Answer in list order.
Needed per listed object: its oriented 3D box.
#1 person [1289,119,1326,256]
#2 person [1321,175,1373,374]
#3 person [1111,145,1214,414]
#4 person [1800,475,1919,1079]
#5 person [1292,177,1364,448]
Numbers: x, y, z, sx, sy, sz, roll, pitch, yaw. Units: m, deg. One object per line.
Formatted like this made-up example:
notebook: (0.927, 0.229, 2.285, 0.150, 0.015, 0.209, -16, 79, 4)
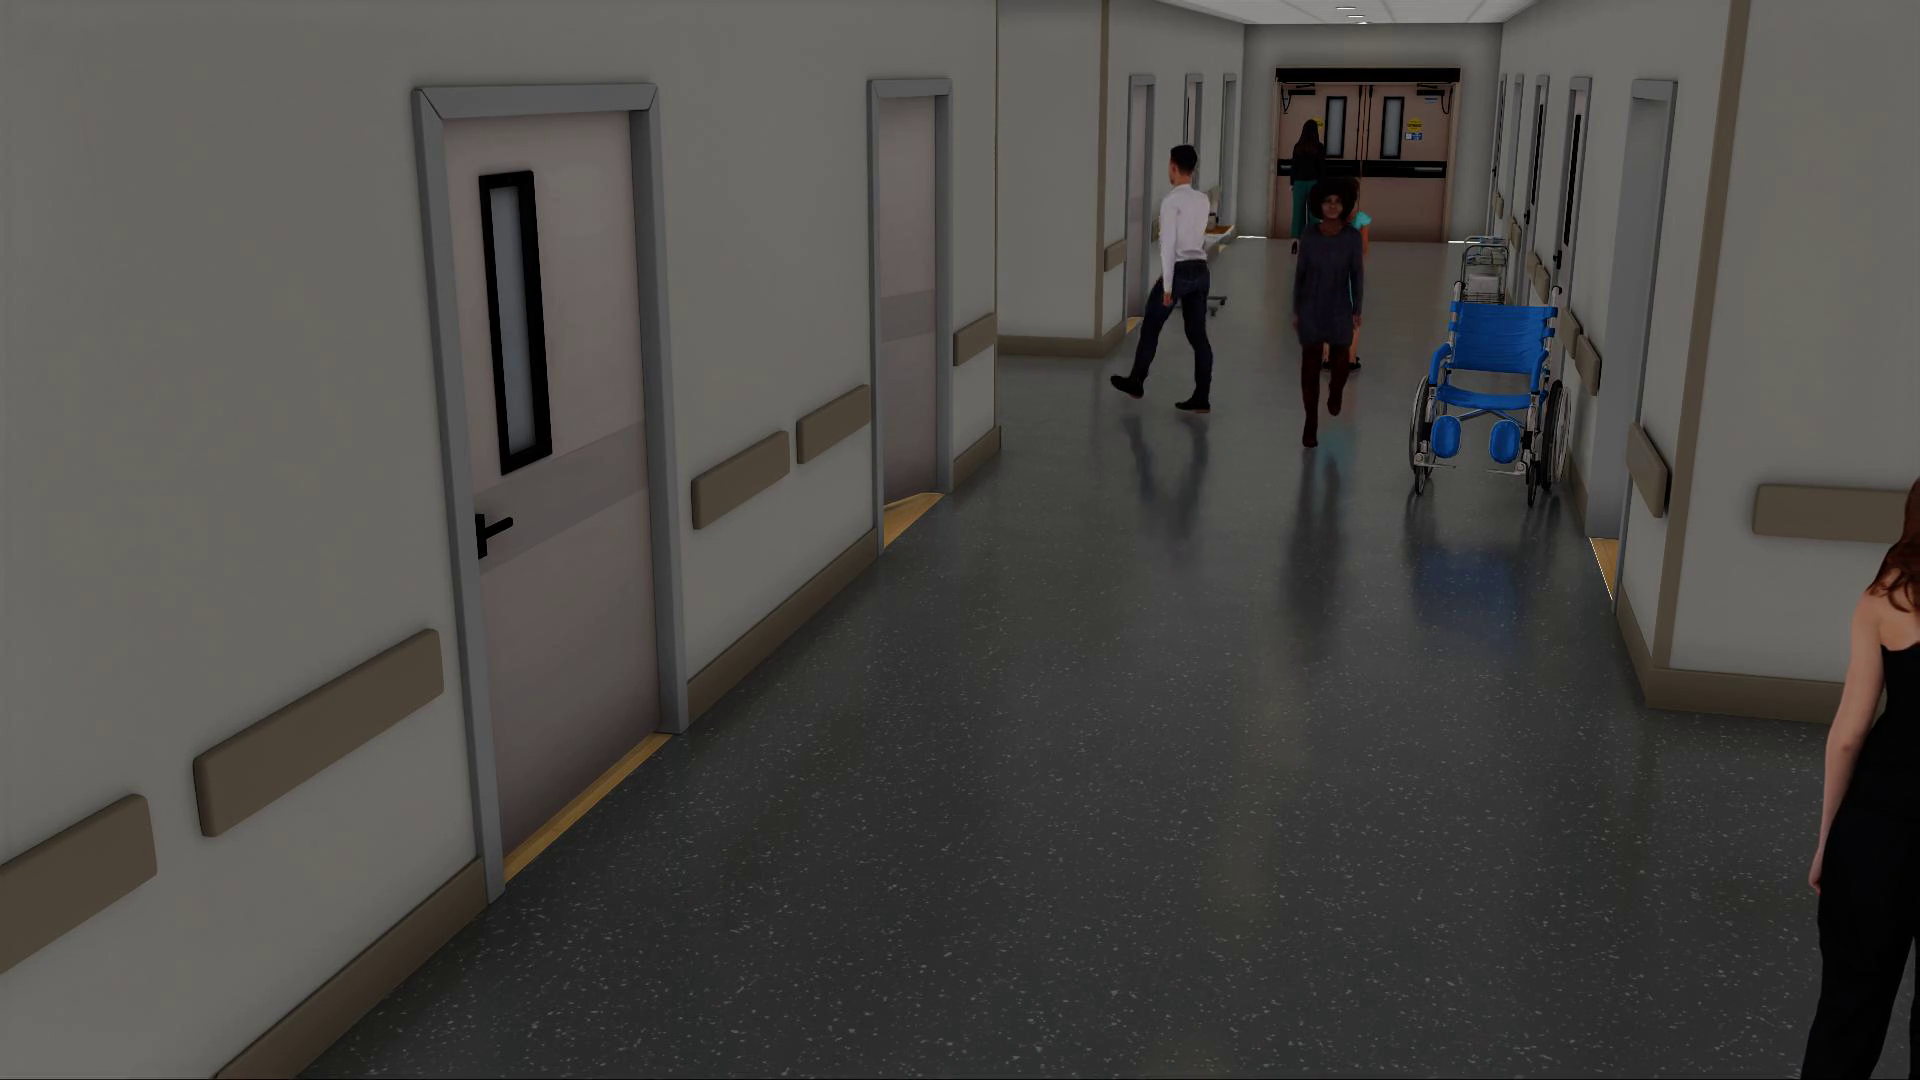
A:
person: (4.569, -4.640, 21.884, 0.639, 1.739, 0.536, 5, 17, 19)
person: (3.075, -2.134, 13.329, 0.542, 1.558, 0.531, 5, 16, 16)
person: (1.622, -1.776, 11.555, 1.135, 1.830, 1.135, -11, 19, -35)
person: (1.872, 0.619, 3.219, 0.642, 1.745, 0.644, 12, 20, 37)
person: (2.343, -1.457, 10.673, 0.576, 1.696, 0.798, 4, 16, 14)
